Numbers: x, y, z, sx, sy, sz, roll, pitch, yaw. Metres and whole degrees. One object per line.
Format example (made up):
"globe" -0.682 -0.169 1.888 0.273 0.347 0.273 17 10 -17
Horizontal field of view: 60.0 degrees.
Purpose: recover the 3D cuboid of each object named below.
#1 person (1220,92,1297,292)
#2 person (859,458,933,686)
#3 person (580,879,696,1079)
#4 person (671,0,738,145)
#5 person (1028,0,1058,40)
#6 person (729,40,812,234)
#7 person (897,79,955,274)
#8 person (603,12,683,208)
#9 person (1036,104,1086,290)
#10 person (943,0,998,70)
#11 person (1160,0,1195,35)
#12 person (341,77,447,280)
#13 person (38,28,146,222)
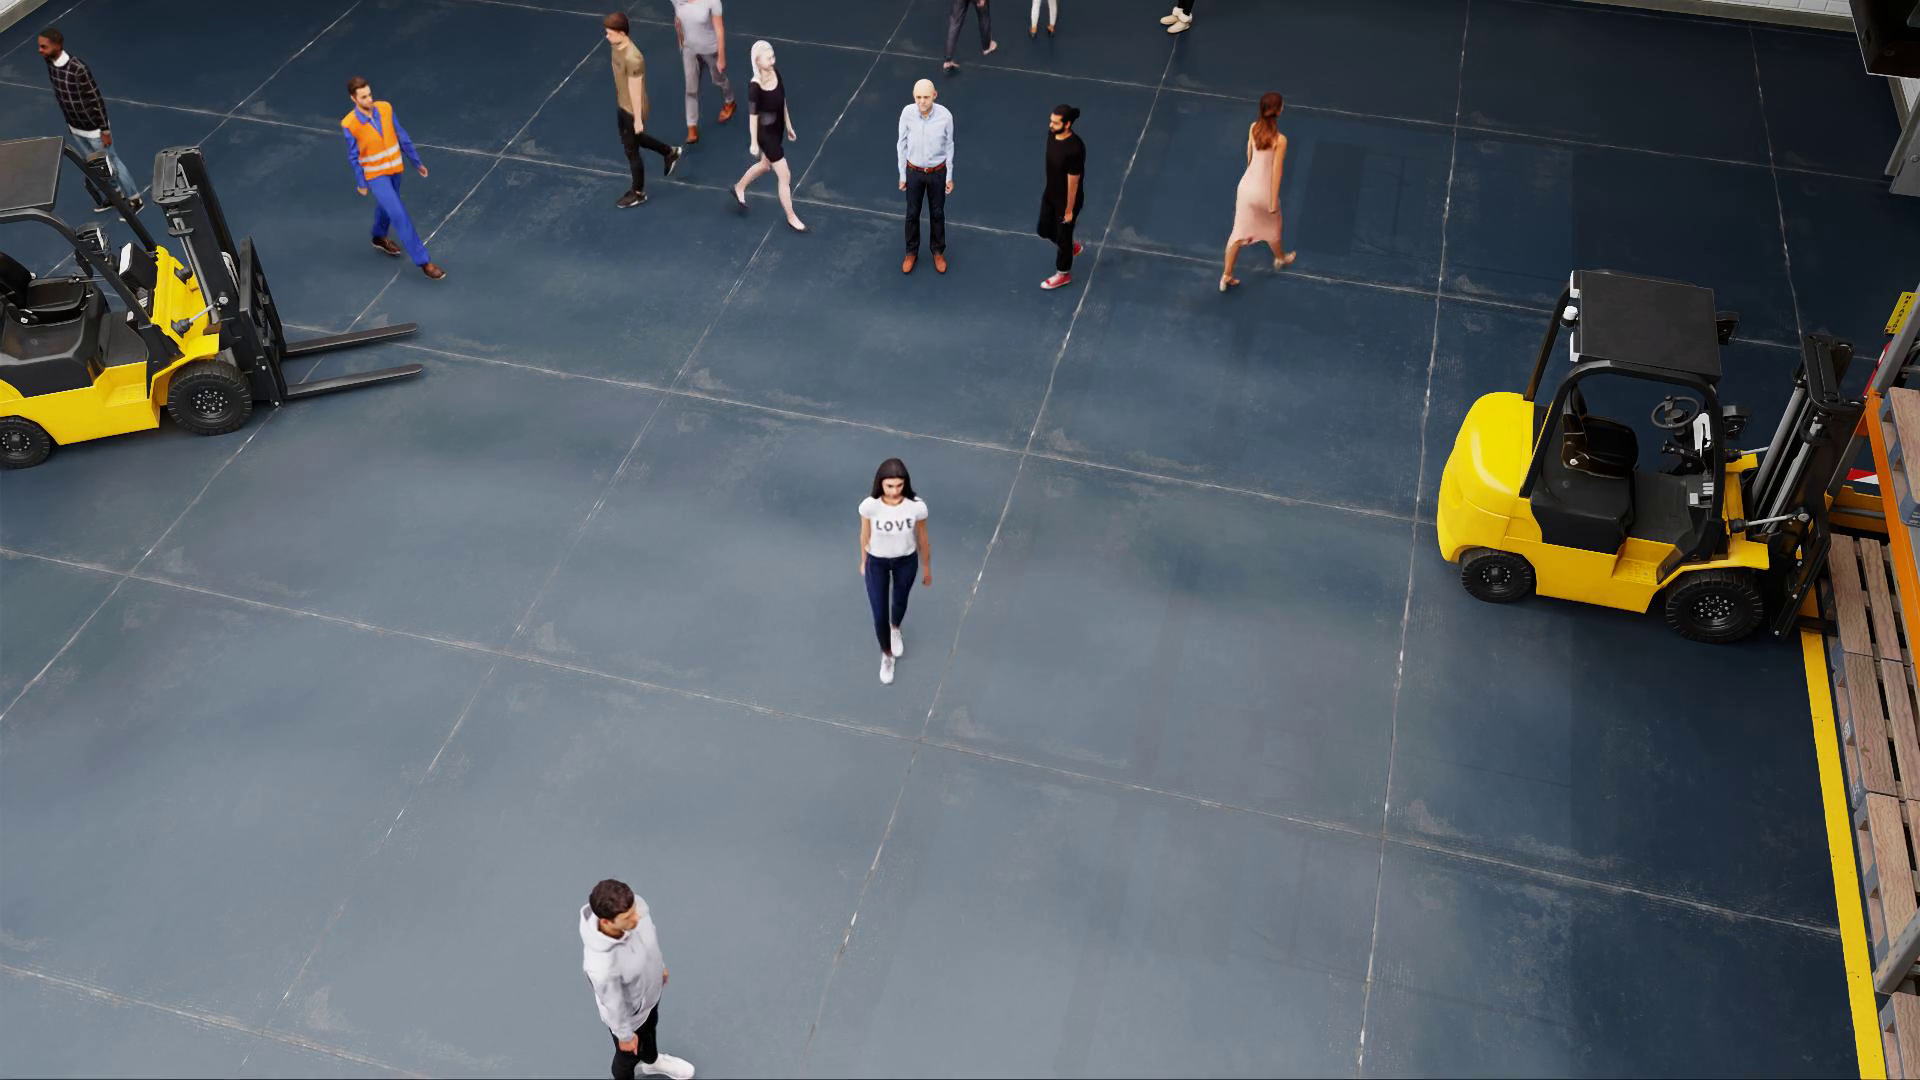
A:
"person" 2.441 -2.878 14.007 1.130 1.797 0.993 -29 51 -27
"person" -0.454 0.100 10.907 0.764 1.759 0.876 -4 44 -5
"person" -1.691 2.312 8.466 0.728 1.925 0.529 8 44 8
"person" -2.429 -4.758 15.996 0.726 1.773 1.179 15 46 15
"person" 0.934 -5.934 17.571 0.638 1.304 0.676 -12 45 -12
"person" -1.766 -3.590 14.755 0.730 1.796 1.072 16 46 16
"person" -0.295 -3.135 14.279 0.697 1.792 0.658 0 44 0
"person" -2.886 -3.933 15.092 1.120 1.826 1.044 -23 48 -22
"person" 0.944 -2.925 14.094 0.892 1.745 0.831 -22 48 -21
"person" 0.046 -5.608 16.943 0.824 1.698 1.148 22 48 21
"person" 2.450 -6.239 17.633 0.755 1.660 0.691 -27 50 -26
"person" -4.990 -3.152 14.278 1.017 1.819 1.242 24 49 23
"person" -7.795 -3.740 14.896 0.722 1.818 0.630 21 47 21
